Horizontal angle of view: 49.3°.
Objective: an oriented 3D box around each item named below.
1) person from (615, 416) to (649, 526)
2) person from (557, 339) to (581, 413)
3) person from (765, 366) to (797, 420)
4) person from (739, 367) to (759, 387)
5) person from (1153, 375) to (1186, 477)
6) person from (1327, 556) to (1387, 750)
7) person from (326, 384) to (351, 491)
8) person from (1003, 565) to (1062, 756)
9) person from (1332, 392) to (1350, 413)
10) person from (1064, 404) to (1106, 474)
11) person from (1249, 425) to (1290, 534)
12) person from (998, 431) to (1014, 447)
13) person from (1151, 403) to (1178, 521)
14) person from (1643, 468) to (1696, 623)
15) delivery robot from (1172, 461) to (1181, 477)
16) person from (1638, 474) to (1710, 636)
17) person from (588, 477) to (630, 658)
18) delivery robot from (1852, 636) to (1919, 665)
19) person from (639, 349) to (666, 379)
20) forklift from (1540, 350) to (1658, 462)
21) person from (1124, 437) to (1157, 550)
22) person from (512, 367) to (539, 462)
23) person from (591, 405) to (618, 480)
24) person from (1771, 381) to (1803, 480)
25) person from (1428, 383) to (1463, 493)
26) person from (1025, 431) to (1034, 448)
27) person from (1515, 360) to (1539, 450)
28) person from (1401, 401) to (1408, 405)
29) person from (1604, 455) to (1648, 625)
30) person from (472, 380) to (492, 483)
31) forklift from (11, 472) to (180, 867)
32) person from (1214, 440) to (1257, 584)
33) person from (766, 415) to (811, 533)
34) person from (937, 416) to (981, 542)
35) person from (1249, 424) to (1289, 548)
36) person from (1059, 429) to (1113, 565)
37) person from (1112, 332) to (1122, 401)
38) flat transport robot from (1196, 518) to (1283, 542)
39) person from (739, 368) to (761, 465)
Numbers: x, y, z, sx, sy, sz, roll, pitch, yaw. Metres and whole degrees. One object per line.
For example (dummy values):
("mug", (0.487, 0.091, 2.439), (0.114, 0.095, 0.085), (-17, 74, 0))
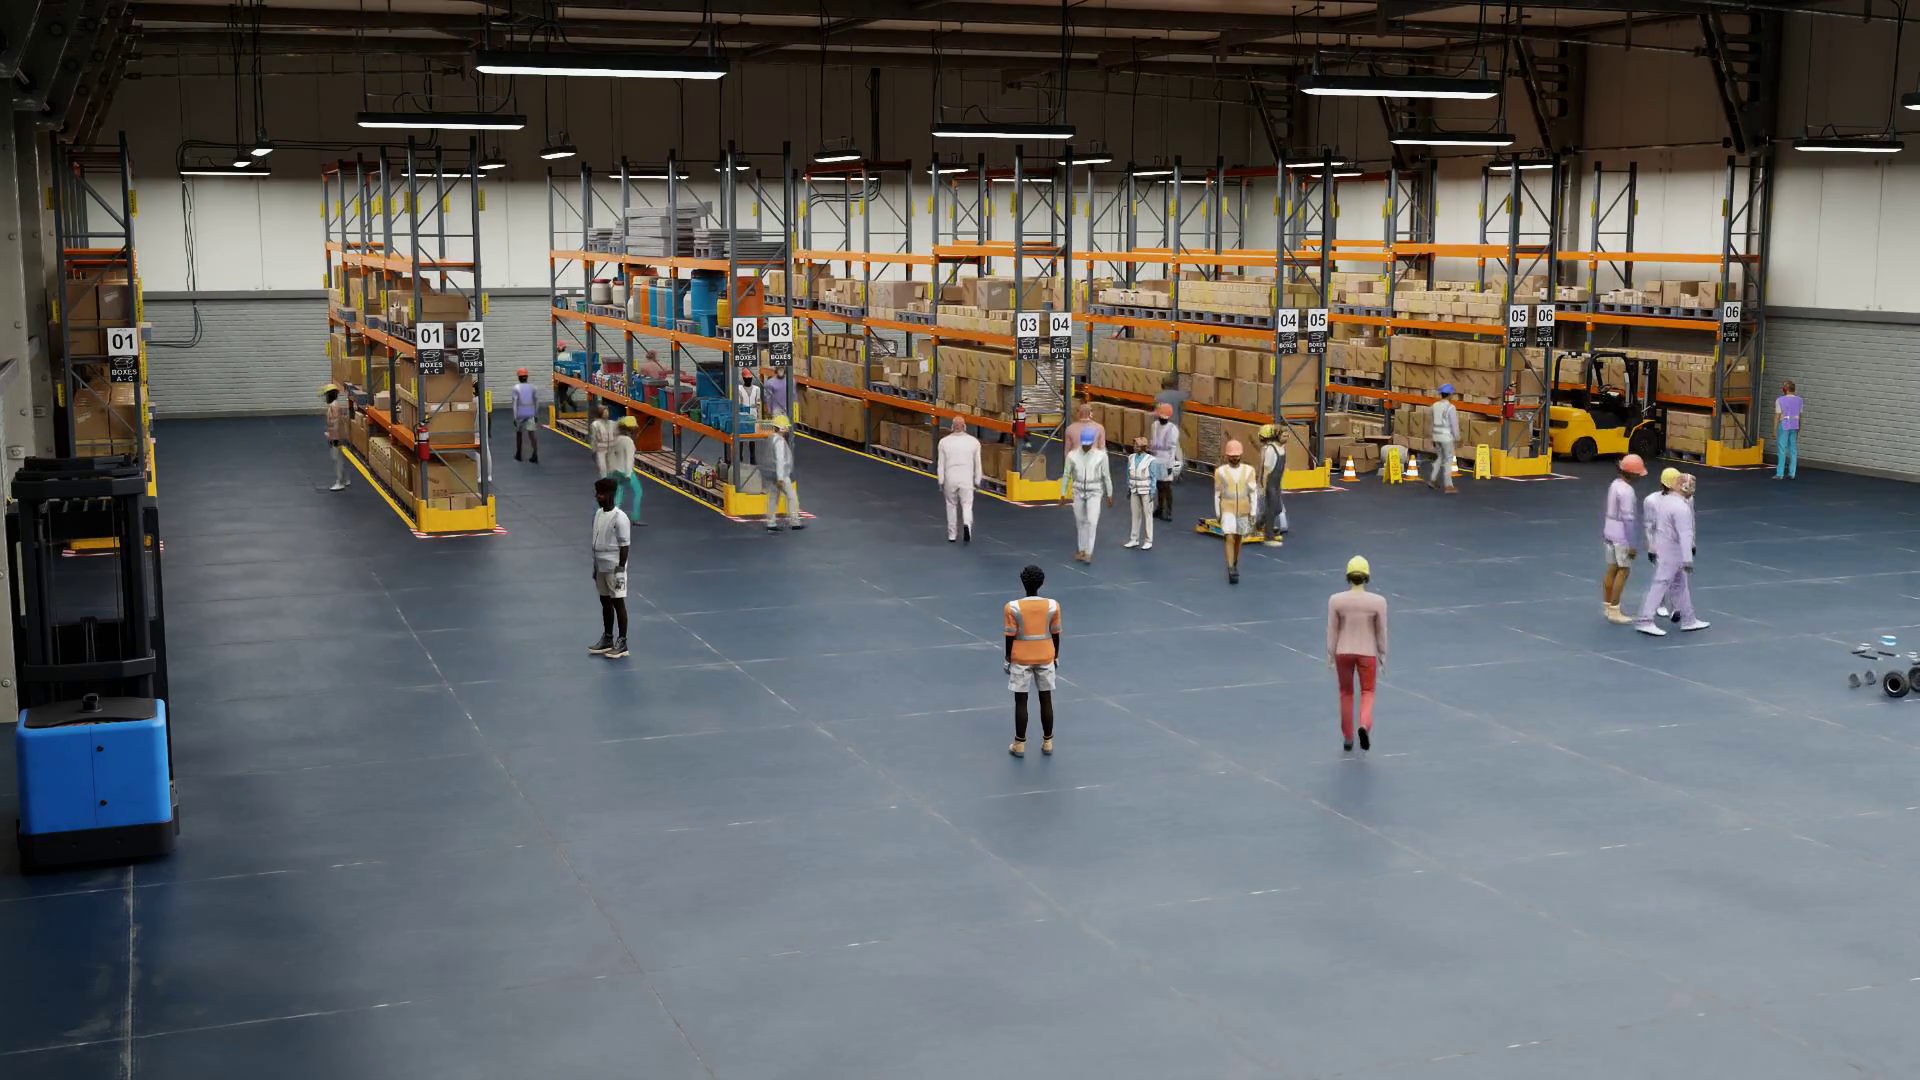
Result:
("person", (-5.121, -1.062, 32.565), (0.666, 1.742, 0.538), (-6, 10, -33))
("person", (-9.470, -3.818, 50.161), (0.554, 1.978, 0.639), (3, 9, 17))
("person", (-3.619, -2.632, 42.425), (0.660, 1.924, 0.444), (-2, 9, -11))
("person", (-4.663, -3.042, 46.214), (0.521, 1.601, 0.738), (-2, 9, -12))
("person", (3.918, -2.120, 39.106), (0.624, 1.911, 0.945), (-3, 9, -18))
("person", (3.522, 1.024, 18.637), (0.531, 1.756, 0.560), (2, 9, 14))
("person", (-11.057, -1.827, 37.272), (0.381, 1.874, 0.659), (-3, 9, -20))
("person", (0.637, 1.063, 18.560), (0.541, 1.696, 0.316), (-2, 9, -14))
("person", (8.994, -3.606, 49.209), (0.633, 1.842, 0.429), (-5, 10, -28))
("person", (1.984, -1.204, 33.020), (0.673, 1.887, 0.657), (1, 9, 9))
("person", (4.646, -0.915, 31.762), (0.807, 1.700, 0.520), (3, 9, 19))
("person", (1.023, -2.409, 41.757), (0.608, 1.672, 0.546), (5, 10, 31))
("person", (3.180, -1.254, 33.415), (0.403, 1.894, 0.725), (-6, 10, -34))
("person", (8.416, 0.050, 24.831), (0.627, 1.837, 1.046), (2, 9, 11))
("delivery robot", (3.698, -1.354, 38.295), (0.477, 0.478, 0.707), (-8, 12, -43))
("person", (8.255, 0.164, 24.034), (0.951, 1.848, 0.755), (1, 9, 4))
("person", (-3.827, 0.288, 22.834), (0.367, 1.966, 0.605), (-7, 11, -41))
("delivery robot", (9.388, 1.089, 21.144), (0.335, 0.223, 0.698), (-6, 10, -33))
("person", (-7.103, -3.422, 47.851), (0.673, 1.872, 0.878), (-6, 10, -34))
("forklift", (12.897, -2.725, 42.309), (2.313, 2.155, 1.214), (-3, 9, -21))
("person", (2.637, -0.685, 30.416), (0.514, 1.636, 0.315), (8, 12, 44))
("person", (-8.634, -2.498, 41.669), (0.559, 1.895, 0.977), (-5, 10, -30))
("person", (-6.126, -1.514, 35.987), (0.518, 1.626, 0.526), (-7, 11, -38))
("person", (15.290, -2.020, 38.660), (0.561, 1.836, 0.377), (-3, 9, -17))
("person", (8.543, -1.791, 36.777), (0.465, 1.941, 0.633), (-4, 9, -22))
("person", (1.315, -2.872, 44.142), (0.611, 1.885, 0.808), (-3, 9, -21))
("person", (11.874, -2.845, 44.002), (0.581, 1.882, 0.351), (4, 9, 24))
("person", (10.354, -3.430, 48.404), (0.483, 1.737, 0.320), (8, 12, 43))
("person", (7.862, -0.023, 24.834), (0.397, 1.998, 0.723), (0, 9, 2))
("person", (-8.802, -1.987, 38.319), (0.329, 1.873, 0.516), (8, 11, 41))
("forklift", (-6.630, 0.886, 15.957), (1.129, 2.768, 1.873), (-3, 9, -21))
("person", (3.639, -0.399, 27.746), (0.545, 1.881, 1.043), (0, 9, -2))
("person", (-2.624, -1.004, 31.972), (0.782, 1.801, 0.622), (-2, 9, -16))
("person", (-0.009, -0.886, 30.949), (0.652, 1.889, 0.662), (0, 9, -2))
("person", (4.535, -0.805, 30.649), (0.605, 1.812, 0.546), (5, 10, 31))
("person", (1.739, -0.614, 29.100), (0.711, 1.876, 0.959), (2, 9, 14))
("person", (3.915, -4.187, 52.427), (0.614, 2.042, 0.392), (-1, 9, -6))
("flat transport robot", (4.210, -0.165, 31.619), (0.652, 0.197, 1.431), (-4, 9, -24))
("person", (-4.125, -2.383, 40.736), (0.543, 1.939, 0.359), (-4, 9, -23))
